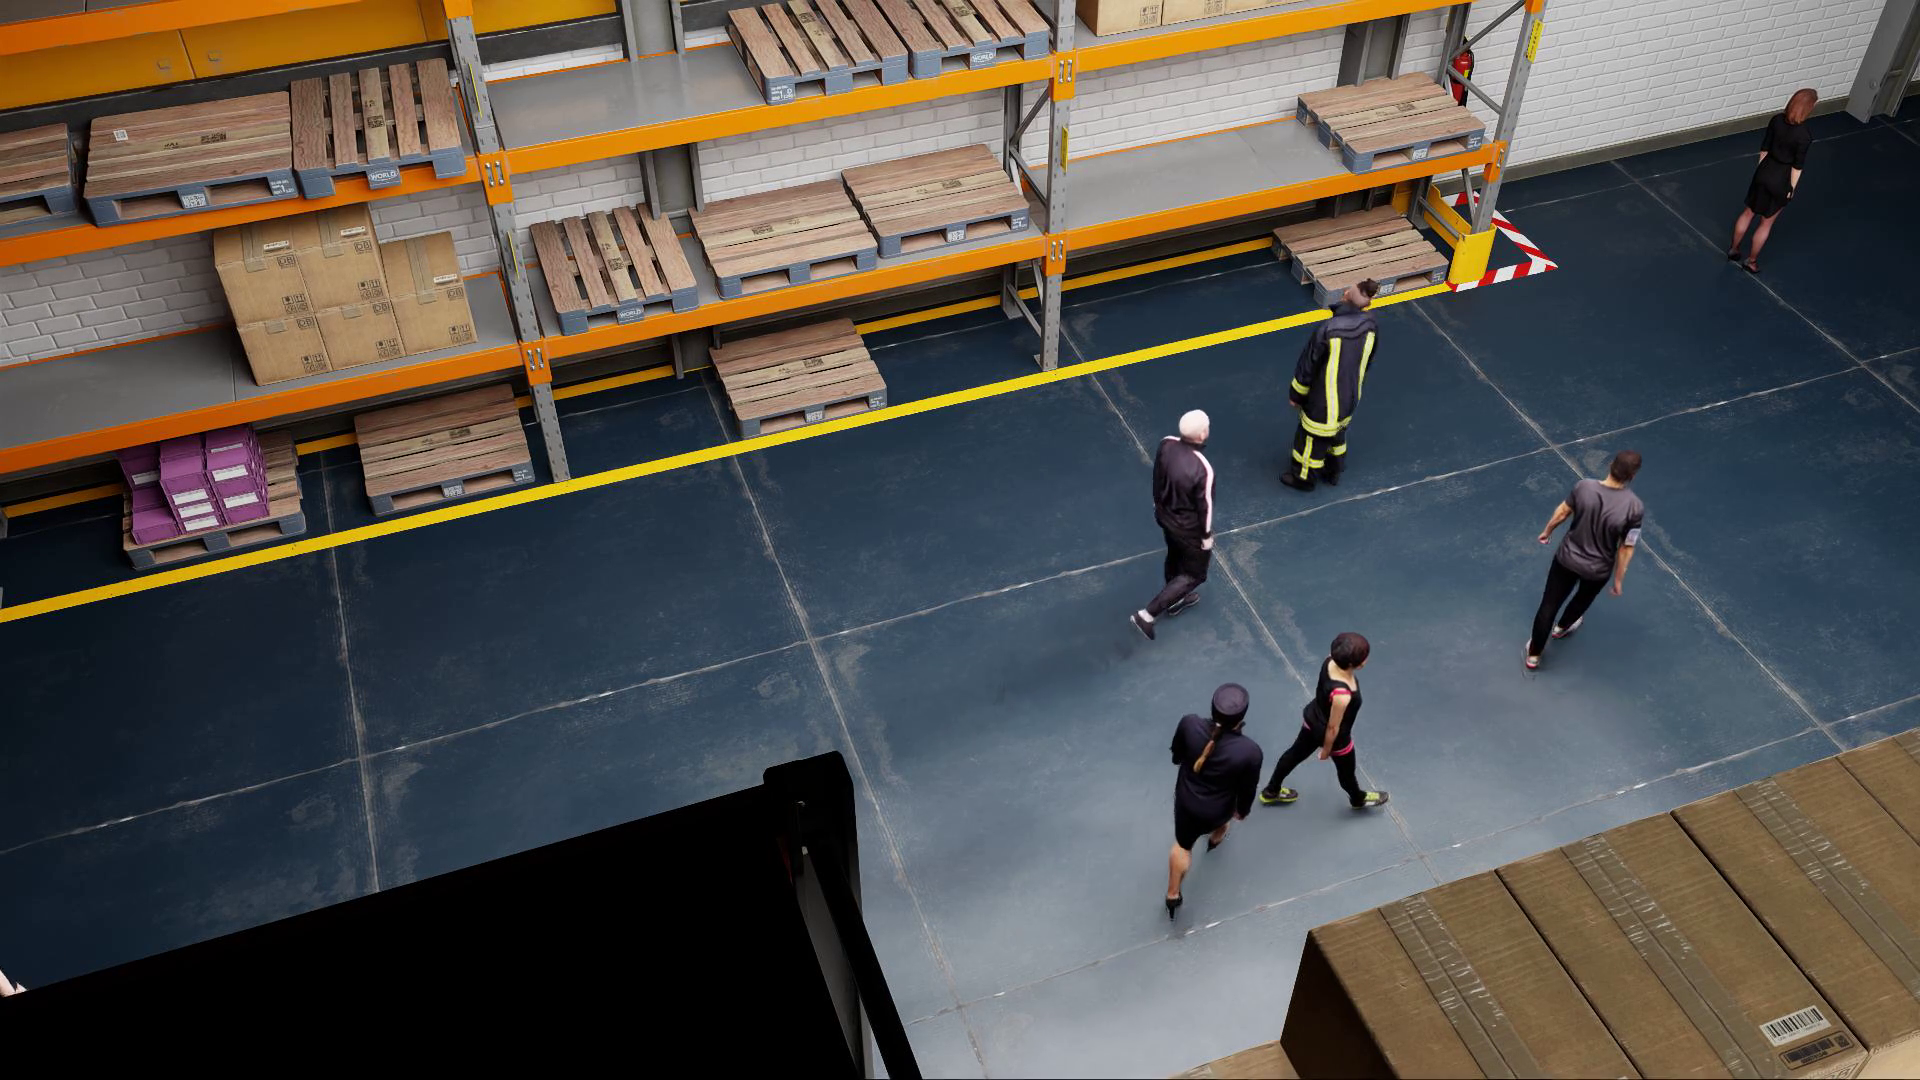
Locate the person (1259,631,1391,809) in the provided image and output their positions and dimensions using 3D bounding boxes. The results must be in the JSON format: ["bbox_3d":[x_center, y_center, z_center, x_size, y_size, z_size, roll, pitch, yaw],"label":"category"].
[{"bbox_3d":[2.117,1.106,9.895,1.074,1.515,0.754,-3,44,-3],"label":"person"}]

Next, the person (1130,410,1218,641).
[{"bbox_3d":[1.397,-0.064,10.901,1.013,1.821,0.810,-24,48,-23],"label":"person"}]

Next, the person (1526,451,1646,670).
[{"bbox_3d":[3.994,0.187,10.701,1.011,1.733,1.070,24,49,23],"label":"person"}]

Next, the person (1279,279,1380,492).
[{"bbox_3d":[2.663,-1.087,11.972,0.924,1.825,0.746,34,53,31],"label":"person"}]

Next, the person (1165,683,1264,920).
[{"bbox_3d":[1.357,1.492,9.402,1.100,1.636,1.150,18,46,18],"label":"person"}]

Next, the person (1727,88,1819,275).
[{"bbox_3d":[6.899,-3.046,14.114,0.513,1.707,0.598,-18,46,-18],"label":"person"}]
